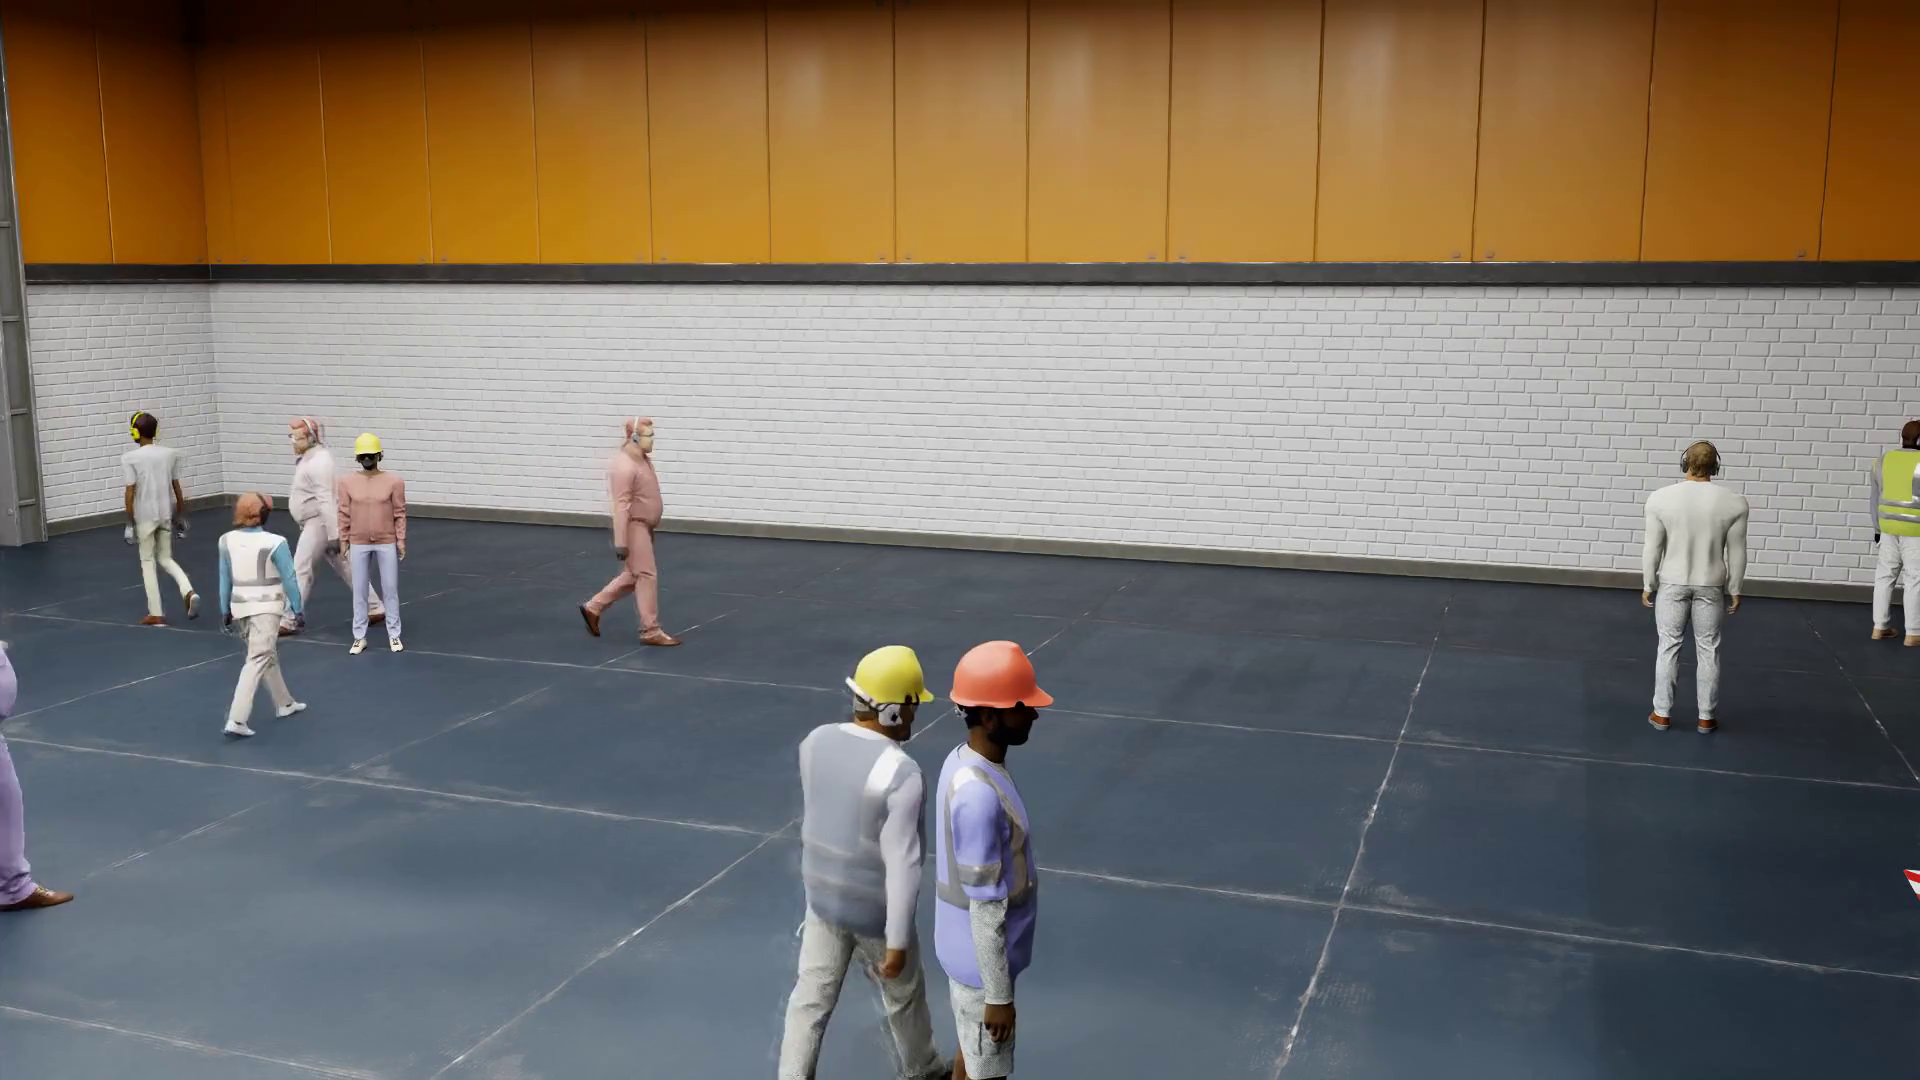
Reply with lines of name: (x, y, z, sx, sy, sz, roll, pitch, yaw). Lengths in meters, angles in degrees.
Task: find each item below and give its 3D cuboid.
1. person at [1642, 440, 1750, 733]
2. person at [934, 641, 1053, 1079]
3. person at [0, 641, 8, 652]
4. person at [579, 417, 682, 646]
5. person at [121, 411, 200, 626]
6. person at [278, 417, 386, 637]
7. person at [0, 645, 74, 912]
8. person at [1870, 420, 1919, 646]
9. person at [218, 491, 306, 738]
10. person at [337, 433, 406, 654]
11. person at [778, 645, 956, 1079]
person: (4.828, 0.309, 10.968, 0.636, 1.939, 0.364, 3, 10, 19)
person: (0.101, 1.258, 5.084, 0.355, 1.938, 0.545, -1, 9, -4)
person: (-7.410, 0.116, 11.940, 0.616, 2.011, 0.918, 8, 12, 42)
person: (-2.697, -0.068, 13.472, 0.779, 1.884, 0.654, 0, 9, 0)
person: (-6.828, -0.161, 14.155, 0.557, 1.856, 0.517, 5, 11, 30)
person: (-5.337, -0.115, 13.917, 1.029, 1.845, 0.652, -3, 10, -17)
person: (-4.633, 0.886, 7.601, 0.830, 1.882, 0.654, -6, 11, -32)
person: (7.752, -0.060, 13.582, 0.421, 1.838, 0.619, -4, 10, -25)
person: (-4.635, 0.477, 10.994, 0.534, 1.594, 0.870, 3, 10, 17)
person: (-4.674, 0.028, 13.248, 0.523, 1.769, 0.310, -2, 9, -15)
person: (-0.327, 1.235, 5.757, 0.575, 1.774, 0.950, 7, 12, 38)
